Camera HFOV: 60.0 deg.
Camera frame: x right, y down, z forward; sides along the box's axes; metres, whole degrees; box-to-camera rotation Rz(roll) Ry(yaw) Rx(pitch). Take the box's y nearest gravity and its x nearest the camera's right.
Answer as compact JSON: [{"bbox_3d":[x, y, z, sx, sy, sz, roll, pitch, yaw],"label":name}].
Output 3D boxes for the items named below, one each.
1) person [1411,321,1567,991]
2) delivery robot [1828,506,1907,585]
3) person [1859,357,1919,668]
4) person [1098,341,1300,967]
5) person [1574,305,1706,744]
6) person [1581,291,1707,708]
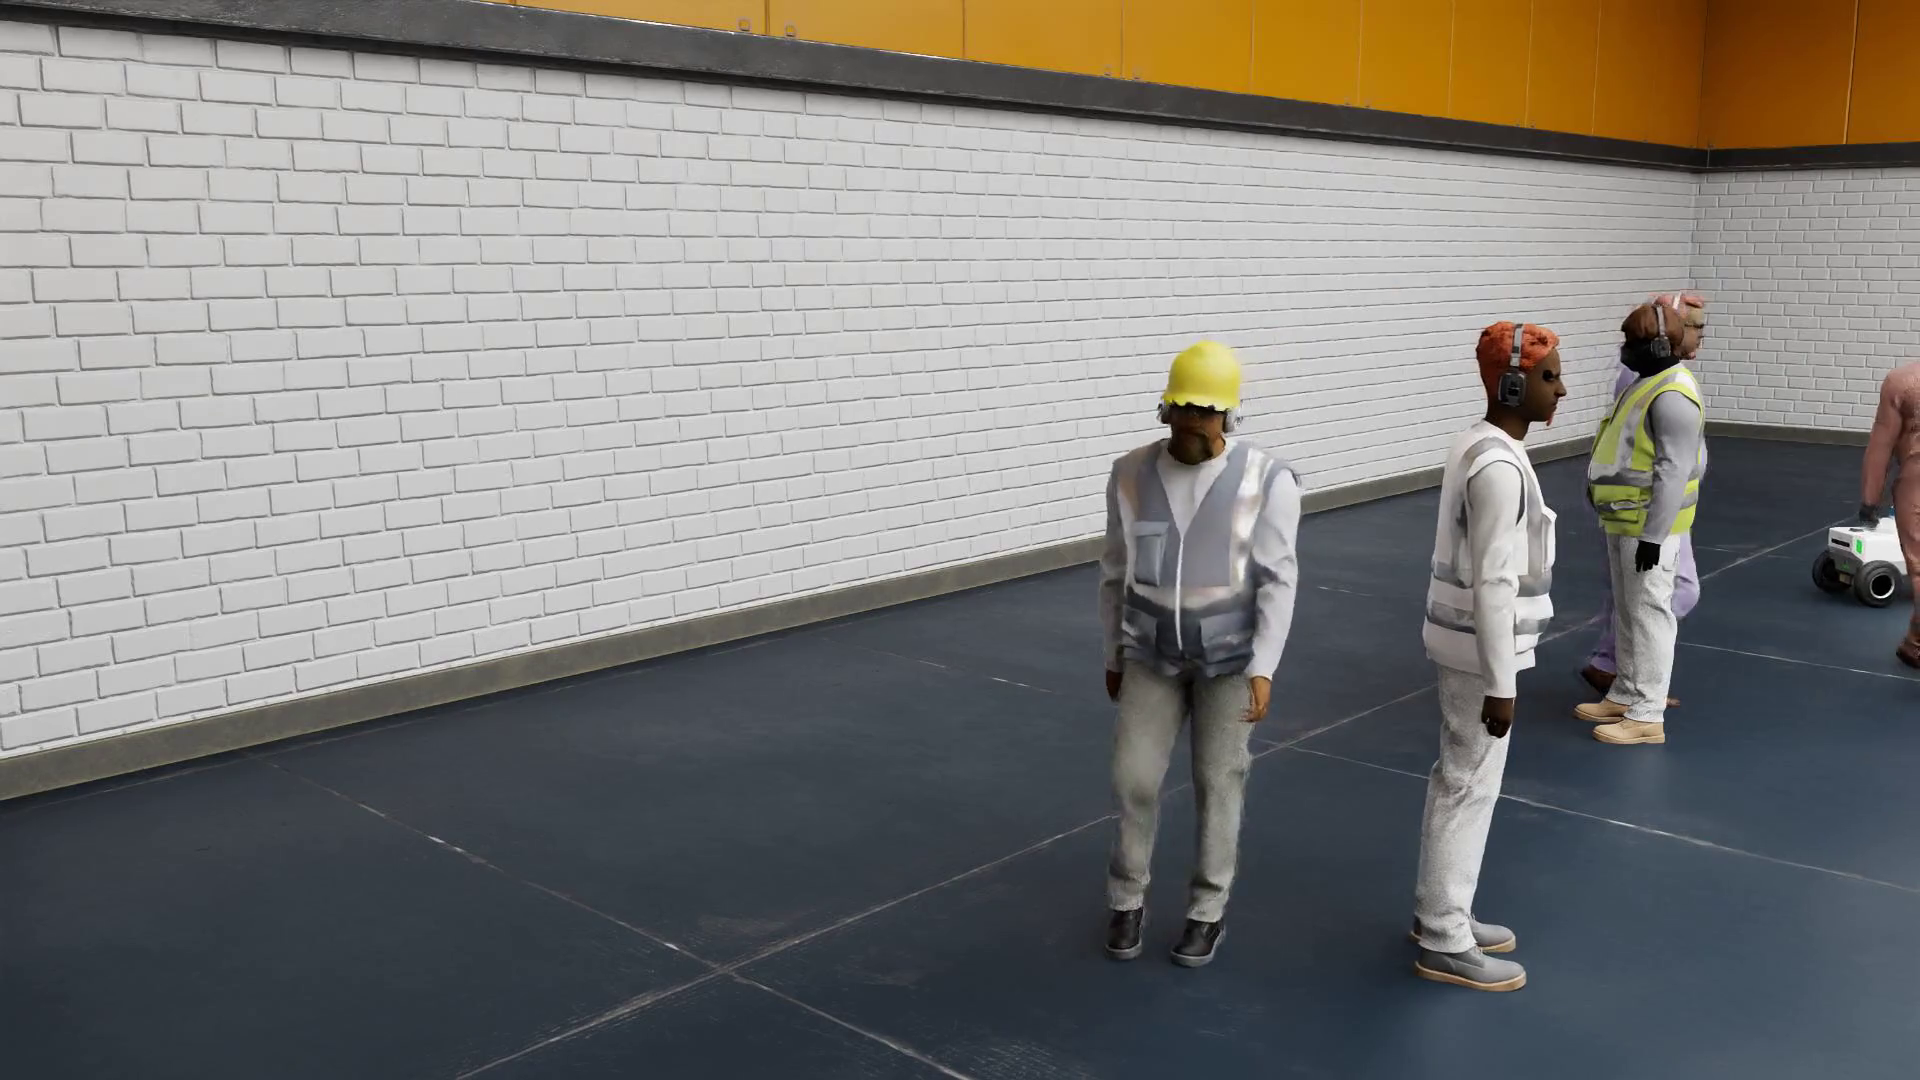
[{"bbox_3d":[1.487,0.327,4.706,0.346,1.878,0.580,2,10,12],"label":"person"},{"bbox_3d":[5.523,0.042,9.800,0.707,0.478,0.477,-1,10,-4],"label":"delivery robot"},{"bbox_3d":[4.651,-0.218,7.872,0.650,1.859,1.004,2,10,12],"label":"person"},{"bbox_3d":[0.655,0.339,4.780,0.606,1.812,0.518,4,11,21],"label":"person"},{"bbox_3d":[2.868,-0.065,7.021,0.429,1.843,0.627,2,10,9],"label":"person"},{"bbox_3d":[3.105,-0.152,7.393,0.429,1.889,0.641,3,10,16],"label":"person"}]
